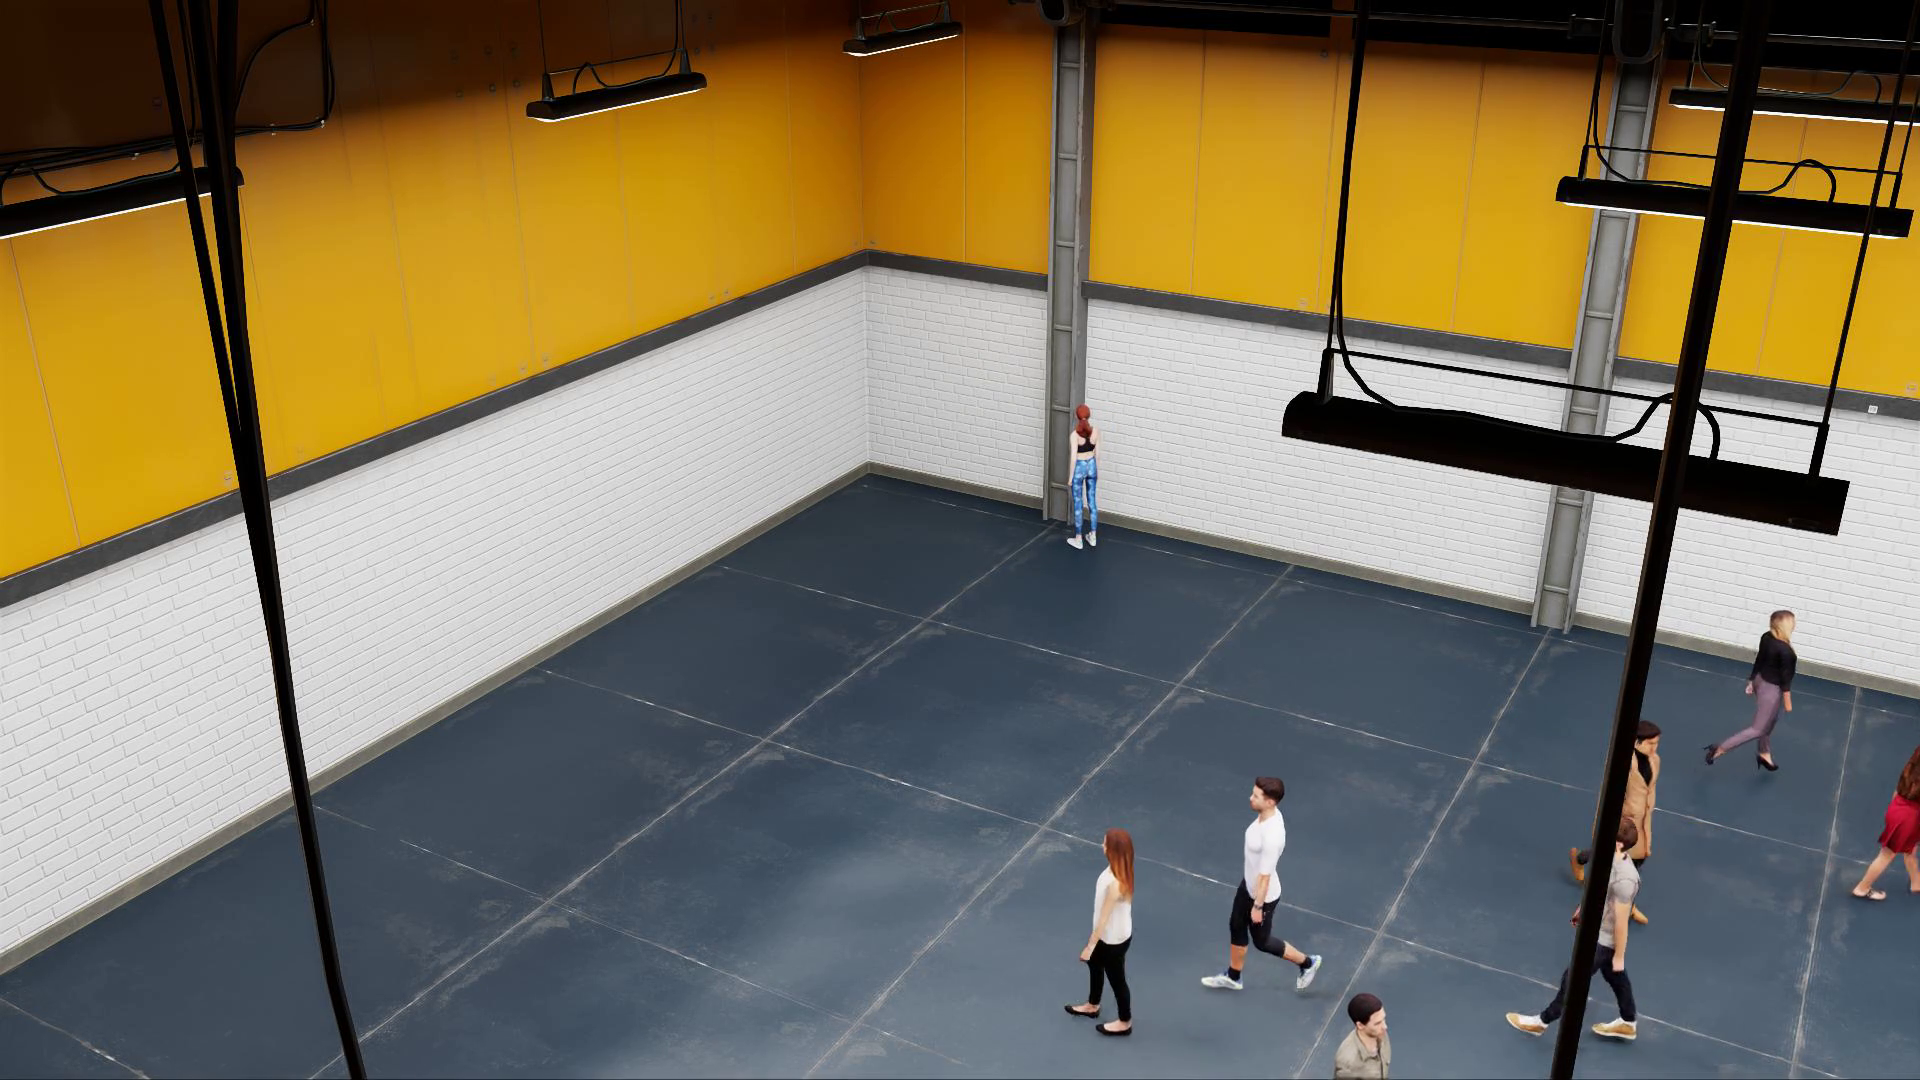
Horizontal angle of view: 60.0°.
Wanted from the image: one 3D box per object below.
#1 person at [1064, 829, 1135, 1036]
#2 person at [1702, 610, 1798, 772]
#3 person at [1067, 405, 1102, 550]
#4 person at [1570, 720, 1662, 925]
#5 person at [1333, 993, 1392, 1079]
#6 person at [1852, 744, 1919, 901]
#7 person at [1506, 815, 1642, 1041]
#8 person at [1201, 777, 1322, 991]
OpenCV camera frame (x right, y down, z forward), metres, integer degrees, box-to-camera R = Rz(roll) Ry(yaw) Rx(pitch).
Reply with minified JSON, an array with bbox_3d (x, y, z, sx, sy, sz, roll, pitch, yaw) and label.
[{"bbox_3d":[1.161,2.807,11.766,0.832,1.709,0.729,4,24,9],"label":"person"},{"bbox_3d":[7.211,1.411,15.038,1.073,1.645,0.873,1,24,2],"label":"person"},{"bbox_3d":[1.480,-0.761,19.832,0.682,1.786,0.732,-10,26,-22],"label":"person"},{"bbox_3d":[5.251,2.166,13.239,0.994,1.703,1.132,-11,26,-24],"label":"person"},{"bbox_3d":[2.346,3.497,9.992,0.635,1.864,0.730,17,29,34],"label":"person"},{"bbox_3d":[7.486,2.242,13.292,1.029,1.522,0.822,2,24,4],"label":"person"},{"bbox_3d":[4.618,2.780,11.660,1.252,1.844,0.941,4,24,10],"label":"person"},{"bbox_3d":[2.281,2.562,12.177,1.217,1.828,1.020,1,24,2],"label":"person"}]
